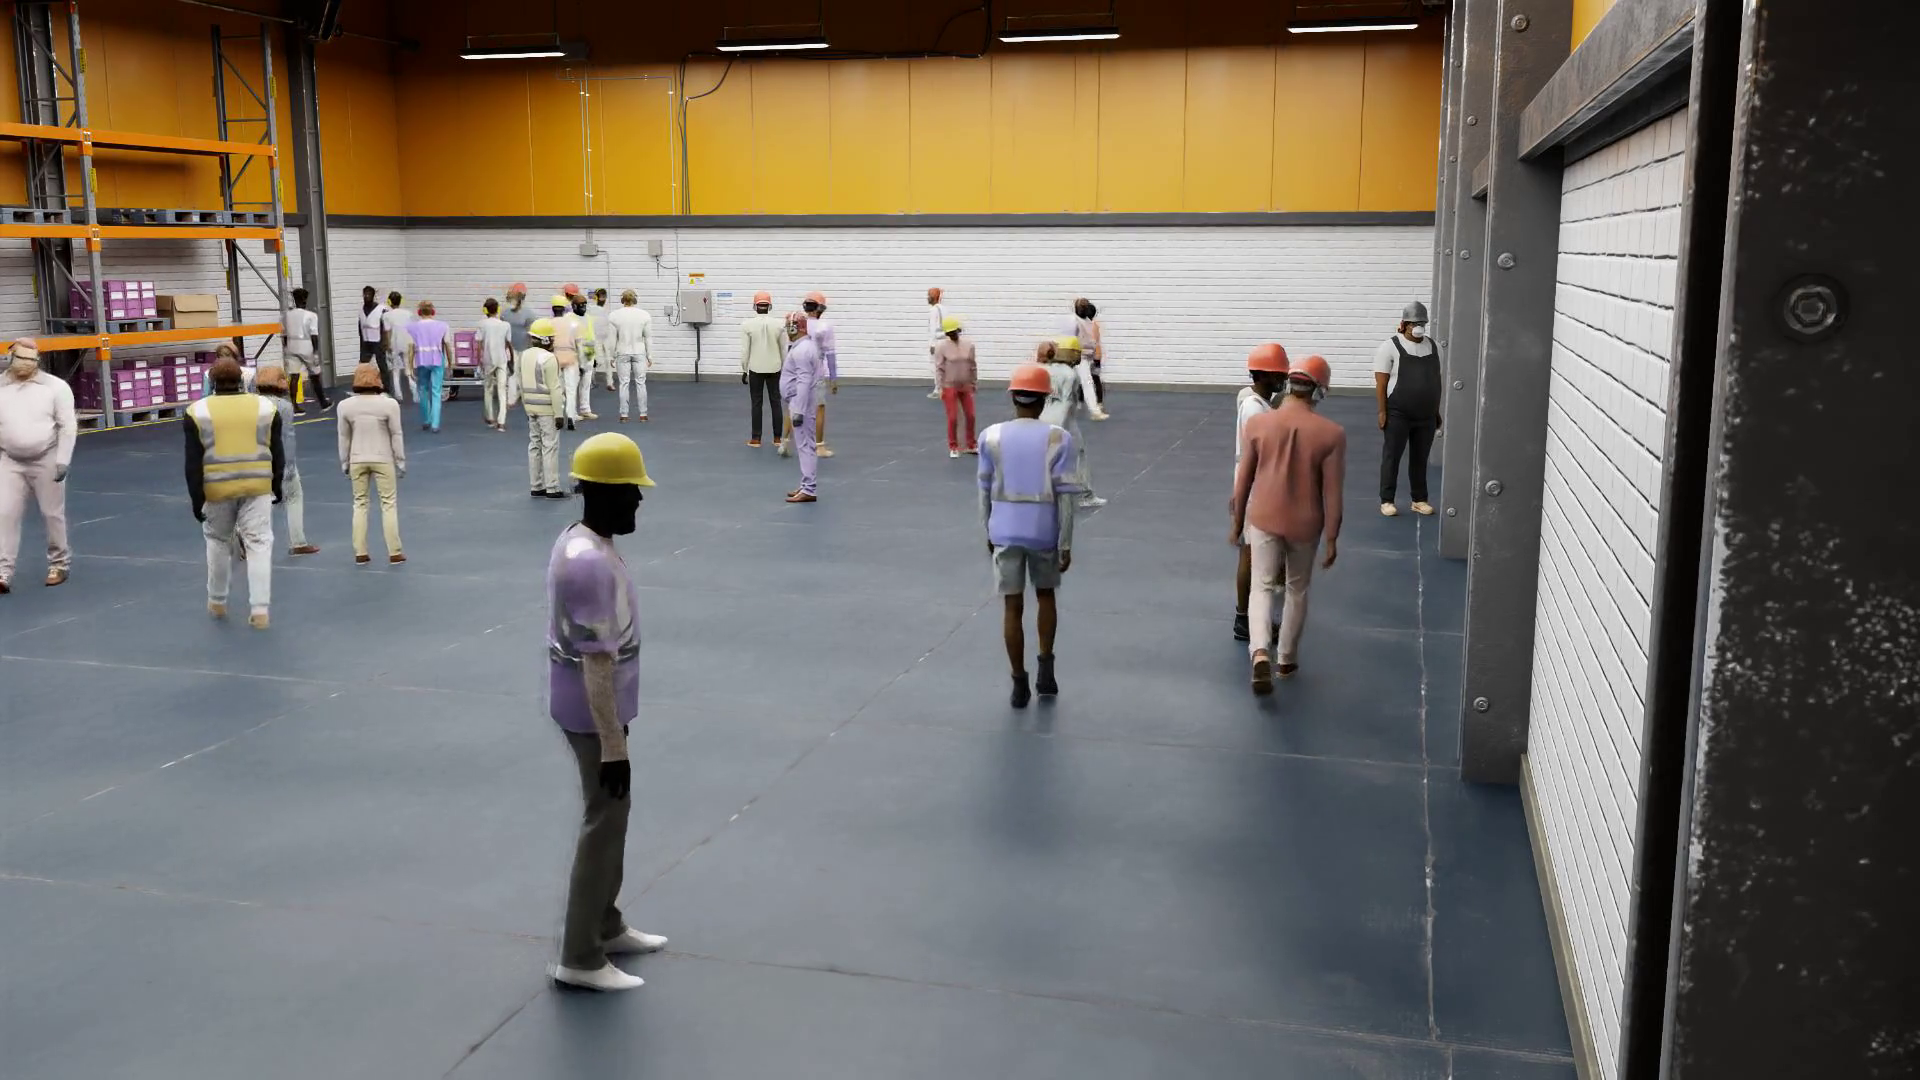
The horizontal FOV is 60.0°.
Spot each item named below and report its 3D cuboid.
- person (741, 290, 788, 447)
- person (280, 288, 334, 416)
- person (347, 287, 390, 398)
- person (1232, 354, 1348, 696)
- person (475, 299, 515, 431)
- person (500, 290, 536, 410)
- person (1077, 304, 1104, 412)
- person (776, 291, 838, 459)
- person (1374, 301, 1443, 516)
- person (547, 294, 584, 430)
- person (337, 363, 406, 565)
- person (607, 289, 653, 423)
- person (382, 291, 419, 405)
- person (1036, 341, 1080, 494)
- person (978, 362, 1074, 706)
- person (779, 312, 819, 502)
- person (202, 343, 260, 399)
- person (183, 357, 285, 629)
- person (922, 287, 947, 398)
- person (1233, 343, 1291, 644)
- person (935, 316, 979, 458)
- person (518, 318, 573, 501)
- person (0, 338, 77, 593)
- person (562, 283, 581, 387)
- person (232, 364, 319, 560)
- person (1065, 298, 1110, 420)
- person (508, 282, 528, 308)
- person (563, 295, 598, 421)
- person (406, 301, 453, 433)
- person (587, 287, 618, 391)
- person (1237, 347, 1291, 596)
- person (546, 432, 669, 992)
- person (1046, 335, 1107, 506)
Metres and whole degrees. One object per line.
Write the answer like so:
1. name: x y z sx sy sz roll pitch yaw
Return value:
1. person: -2.498 -2.180 21.226 0.612 1.995 0.376 -4 11 -20
2. person: -9.947 -2.862 25.285 0.634 1.915 0.974 2 10 9
3. person: -9.850 -3.266 27.711 0.613 1.873 0.954 3 11 19
4. person: 1.855 -0.083 9.503 0.659 1.944 0.933 3 10 17
5. person: -6.512 -2.457 23.266 0.562 1.815 0.976 -4 11 -24
6. person: -6.905 -3.006 26.242 0.651 1.889 0.973 3 10 16
7. person: 1.941 -2.813 25.718 0.658 1.667 0.545 4 11 21
8. person: -1.846 -1.973 19.997 0.787 2.014 0.602 4 11 21
9. person: 4.303 -1.246 15.804 0.689 2.000 0.539 -2 10 -13
10. person: -5.579 -2.492 23.294 0.605 1.894 0.909 -3 11 -18
11. person: -4.725 -0.605 13.365 0.506 1.628 0.276 0 10 -2
12. person: -4.768 -2.661 24.105 0.635 1.939 0.366 -2 10 -13
13. person: -8.949 -3.061 26.630 0.515 1.851 0.643 -7 12 -34
14. person: 0.882 -1.239 17.021 0.857 1.589 0.534 -4 11 -23
15. person: 0.369 -0.037 9.345 0.542 1.912 0.595 1 10 5
16. person: -1.608 -1.328 16.667 0.399 1.902 0.642 0 10 0
17. person: -7.237 -1.151 16.522 0.551 1.592 0.860 -3 10 -14
18. person: -4.922 -0.333 11.309 0.640 1.806 0.899 -6 11 -29
19. person: -0.418 -3.295 27.880 0.422 1.867 0.609 2 10 13
20. person: 1.963 -0.308 10.785 0.364 1.935 0.553 2 10 11
21. person: -0.005 -1.839 20.055 0.636 1.719 0.397 -5 11 -26
22. person: -4.170 -1.306 16.733 0.600 1.831 0.404 9 13 42
23. person: -6.894 -0.542 12.301 0.660 1.866 0.798 -3 10 -15
24. person: -7.077 -3.699 30.097 0.466 1.898 0.612 -5 11 -26
25. person: -5.633 -0.631 13.546 0.509 1.604 0.692 5 11 25
26. person: 1.778 -2.685 24.667 0.947 1.805 0.632 4 11 23
27. person: -7.874 -3.658 29.839 0.663 1.910 0.554 -3 10 -16
28. person: -5.578 -2.677 24.475 0.429 1.841 0.634 6 12 30
29. person: -7.329 -2.401 23.037 0.574 1.797 0.963 -2 10 -11
30. person: -6.369 -3.546 29.434 0.606 1.834 0.602 9 13 42
31. person: 2.272 -0.504 12.188 0.505 1.841 0.334 3 11 17
32. person: -1.238 0.590 5.815 0.432 1.919 0.616 -3 10 -15
33. person: 0.971 -1.149 16.259 0.906 1.696 0.488 -5 11 -26
